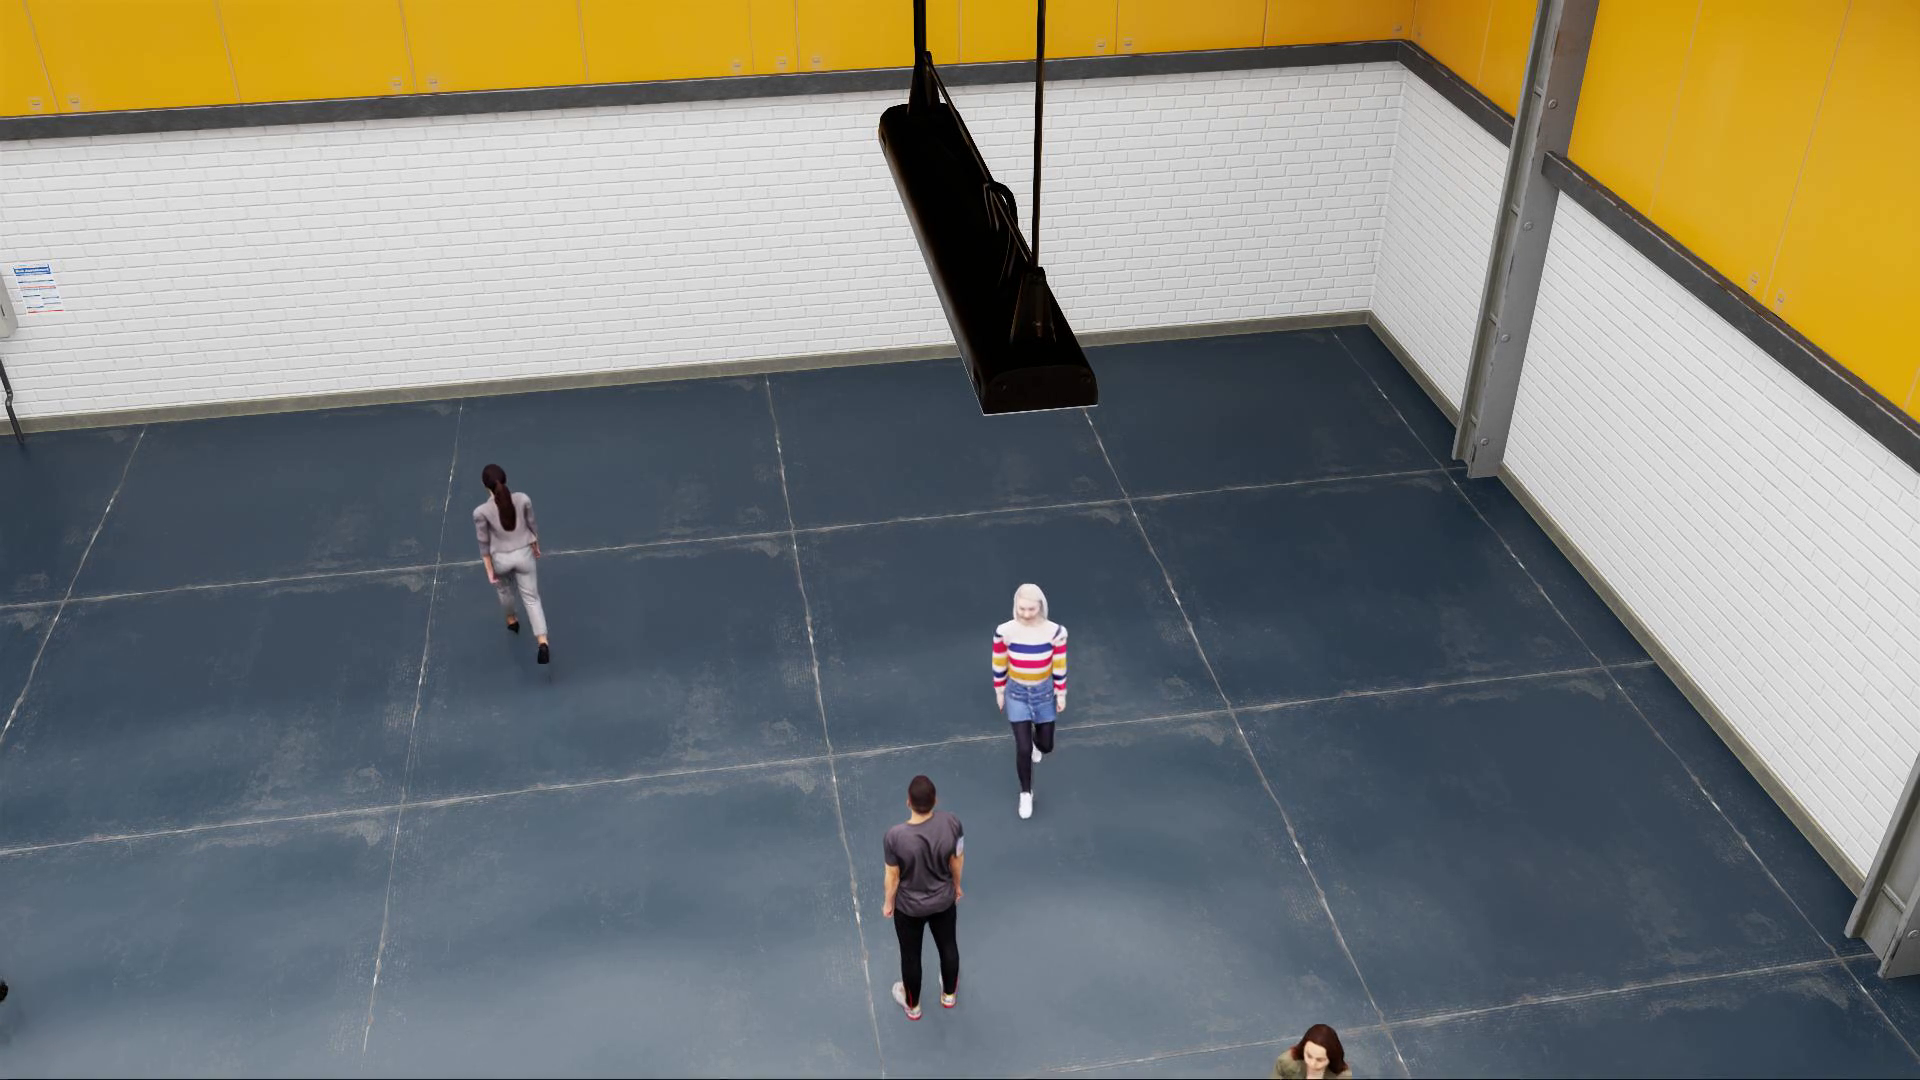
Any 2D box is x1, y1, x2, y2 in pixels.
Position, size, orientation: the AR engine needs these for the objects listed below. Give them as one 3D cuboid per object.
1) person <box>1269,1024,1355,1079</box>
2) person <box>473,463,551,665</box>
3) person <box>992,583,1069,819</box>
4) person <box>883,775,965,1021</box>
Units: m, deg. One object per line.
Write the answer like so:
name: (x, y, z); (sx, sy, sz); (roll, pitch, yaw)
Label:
person: (1.810, 2.953, 8.574); (0.921, 1.454, 1.042); (16, 37, 22)
person: (-3.341, 0.209, 12.532); (0.834, 1.643, 1.167); (-16, 37, -22)
person: (0.481, 1.008, 11.199); (0.747, 1.788, 0.954); (1, 34, 1)
person: (-0.209, 2.070, 9.623); (0.677, 1.763, 0.592); (-11, 35, -17)
